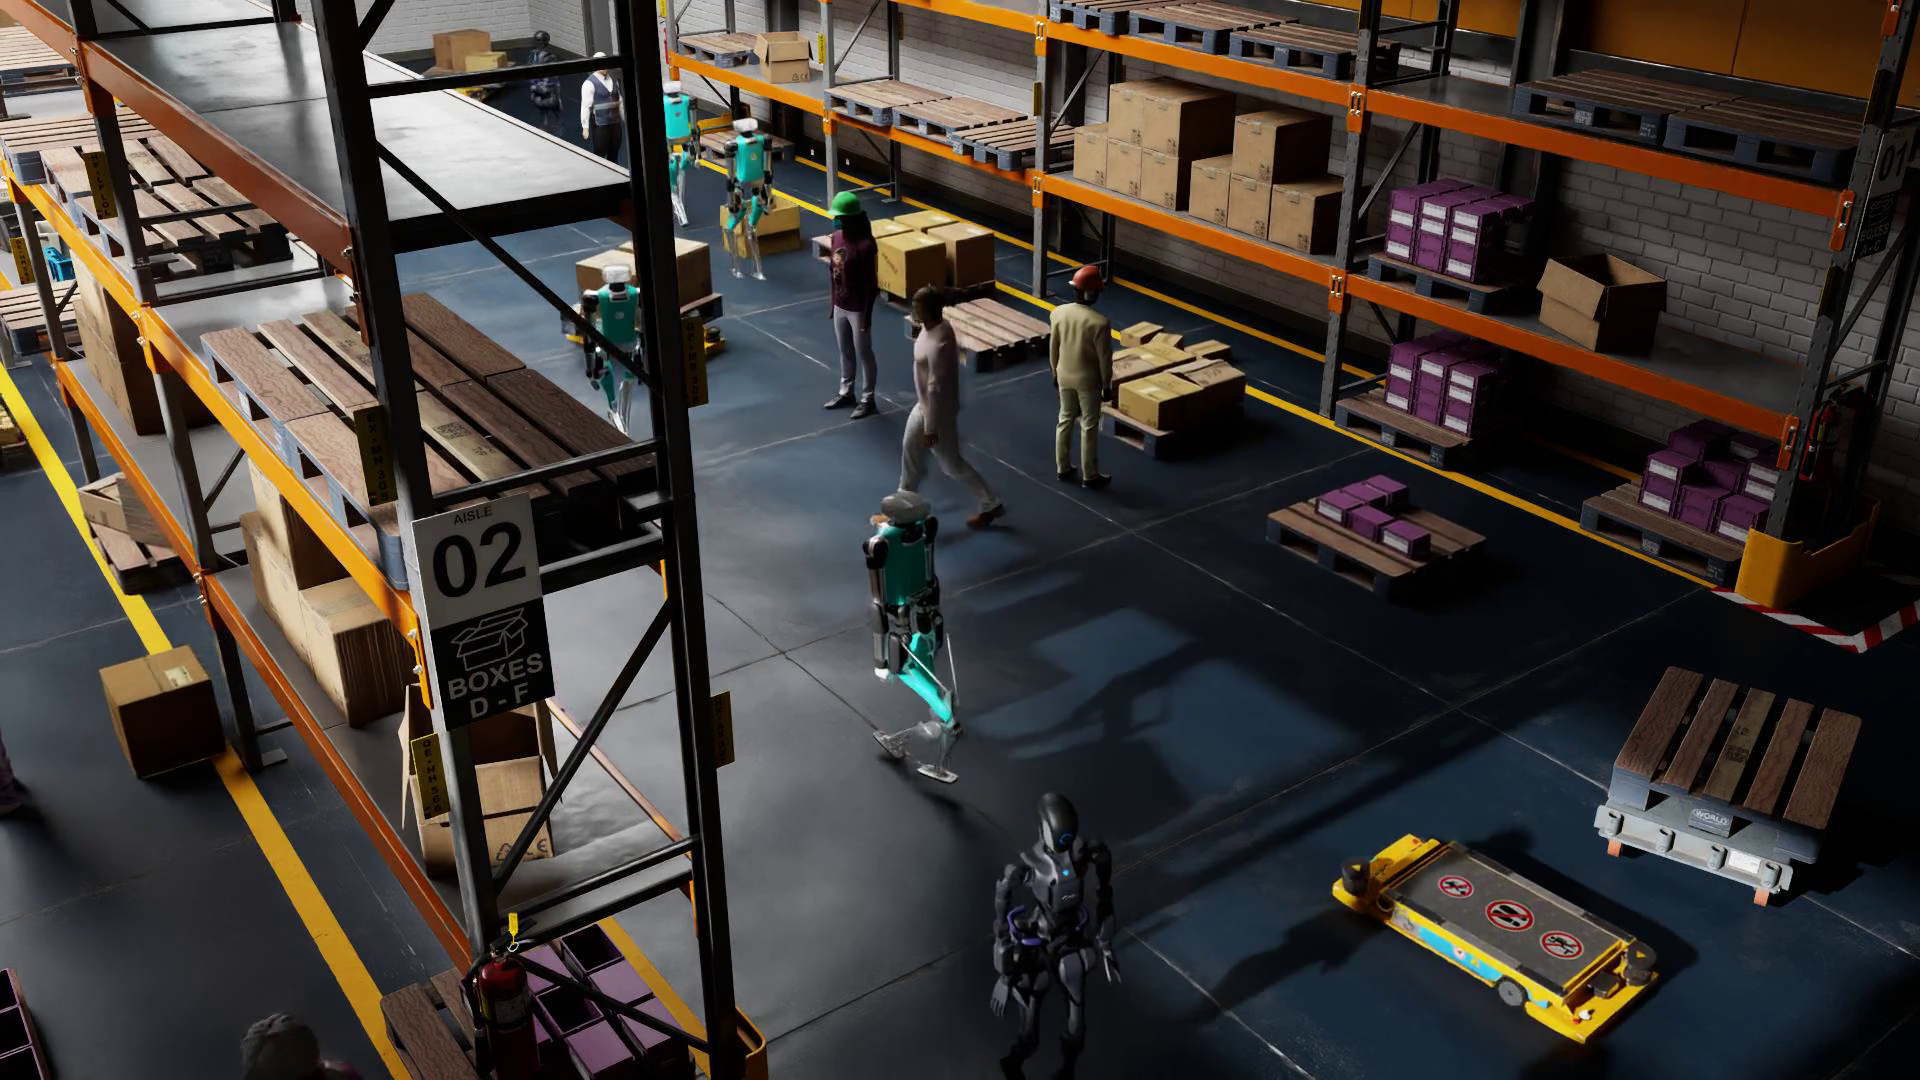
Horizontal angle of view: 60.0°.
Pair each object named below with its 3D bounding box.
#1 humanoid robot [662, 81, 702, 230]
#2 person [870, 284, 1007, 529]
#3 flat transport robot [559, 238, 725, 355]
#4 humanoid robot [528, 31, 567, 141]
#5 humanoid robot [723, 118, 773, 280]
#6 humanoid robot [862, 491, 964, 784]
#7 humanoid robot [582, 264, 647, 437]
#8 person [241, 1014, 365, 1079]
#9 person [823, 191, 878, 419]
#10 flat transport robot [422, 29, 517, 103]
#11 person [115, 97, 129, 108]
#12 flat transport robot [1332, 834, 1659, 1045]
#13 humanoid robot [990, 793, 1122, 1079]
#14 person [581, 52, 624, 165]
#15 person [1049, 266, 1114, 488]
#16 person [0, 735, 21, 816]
[{"bbox_3d":[-3.287,-4.451,19.203,0.556,1.733,1.039,-12,29,-23],"label":"humanoid robot"},{"bbox_3d":[-0.136,-0.944,12.059,0.991,1.898,0.640,-2,27,-5],"label":"person"},{"bbox_3d":[-3.010,-1.959,15.885,1.431,0.231,0.659,15,31,28],"label":"flat transport robot"},{"bbox_3d":[-5.571,-6.020,22.411,0.597,1.651,0.436,15,31,28],"label":"humanoid robot"},{"bbox_3d":[-2.314,-3.599,17.502,0.546,1.757,0.819,-17,31,-30],"label":"humanoid robot"},{"bbox_3d":[-0.177,0.612,9.135,0.928,1.768,0.554,19,32,33],"label":"humanoid robot"},{"bbox_3d":[-2.756,-1.454,13.285,0.554,1.725,1.021,-9,28,-18],"label":"humanoid robot"},{"bbox_3d":[-2.192,2.296,5.681,0.550,1.828,0.444,-14,30,-26],"label":"person"},{"bbox_3d":[-0.906,-1.992,14.080,0.421,1.951,0.489,-24,35,-39],"label":"person"},{"bbox_3d":[-7.644,-7.061,26.032,0.659,0.231,1.431,1,27,2],"label":"flat transport robot"},{"bbox_3d":[-10.676,-5.501,21.010,0.610,1.996,0.376,5,27,9],"label":"person"},{"bbox_3d":[2.619,1.902,8.205,0.659,0.231,1.431,-21,34,-36],"label":"flat transport robot"},{"bbox_3d":[0.378,1.721,7.019,0.585,1.653,0.426,-12,29,-22],"label":"humanoid robot"},{"bbox_3d":[-4.370,-5.116,20.503,0.432,1.758,0.758,19,32,33],"label":"person"},{"bbox_3d":[0.952,-1.259,12.845,0.560,1.745,0.336,21,33,35],"label":"person"},{"bbox_3d":[-5.508,0.634,8.929,0.401,1.894,0.659,-14,30,-26],"label":"person"}]
